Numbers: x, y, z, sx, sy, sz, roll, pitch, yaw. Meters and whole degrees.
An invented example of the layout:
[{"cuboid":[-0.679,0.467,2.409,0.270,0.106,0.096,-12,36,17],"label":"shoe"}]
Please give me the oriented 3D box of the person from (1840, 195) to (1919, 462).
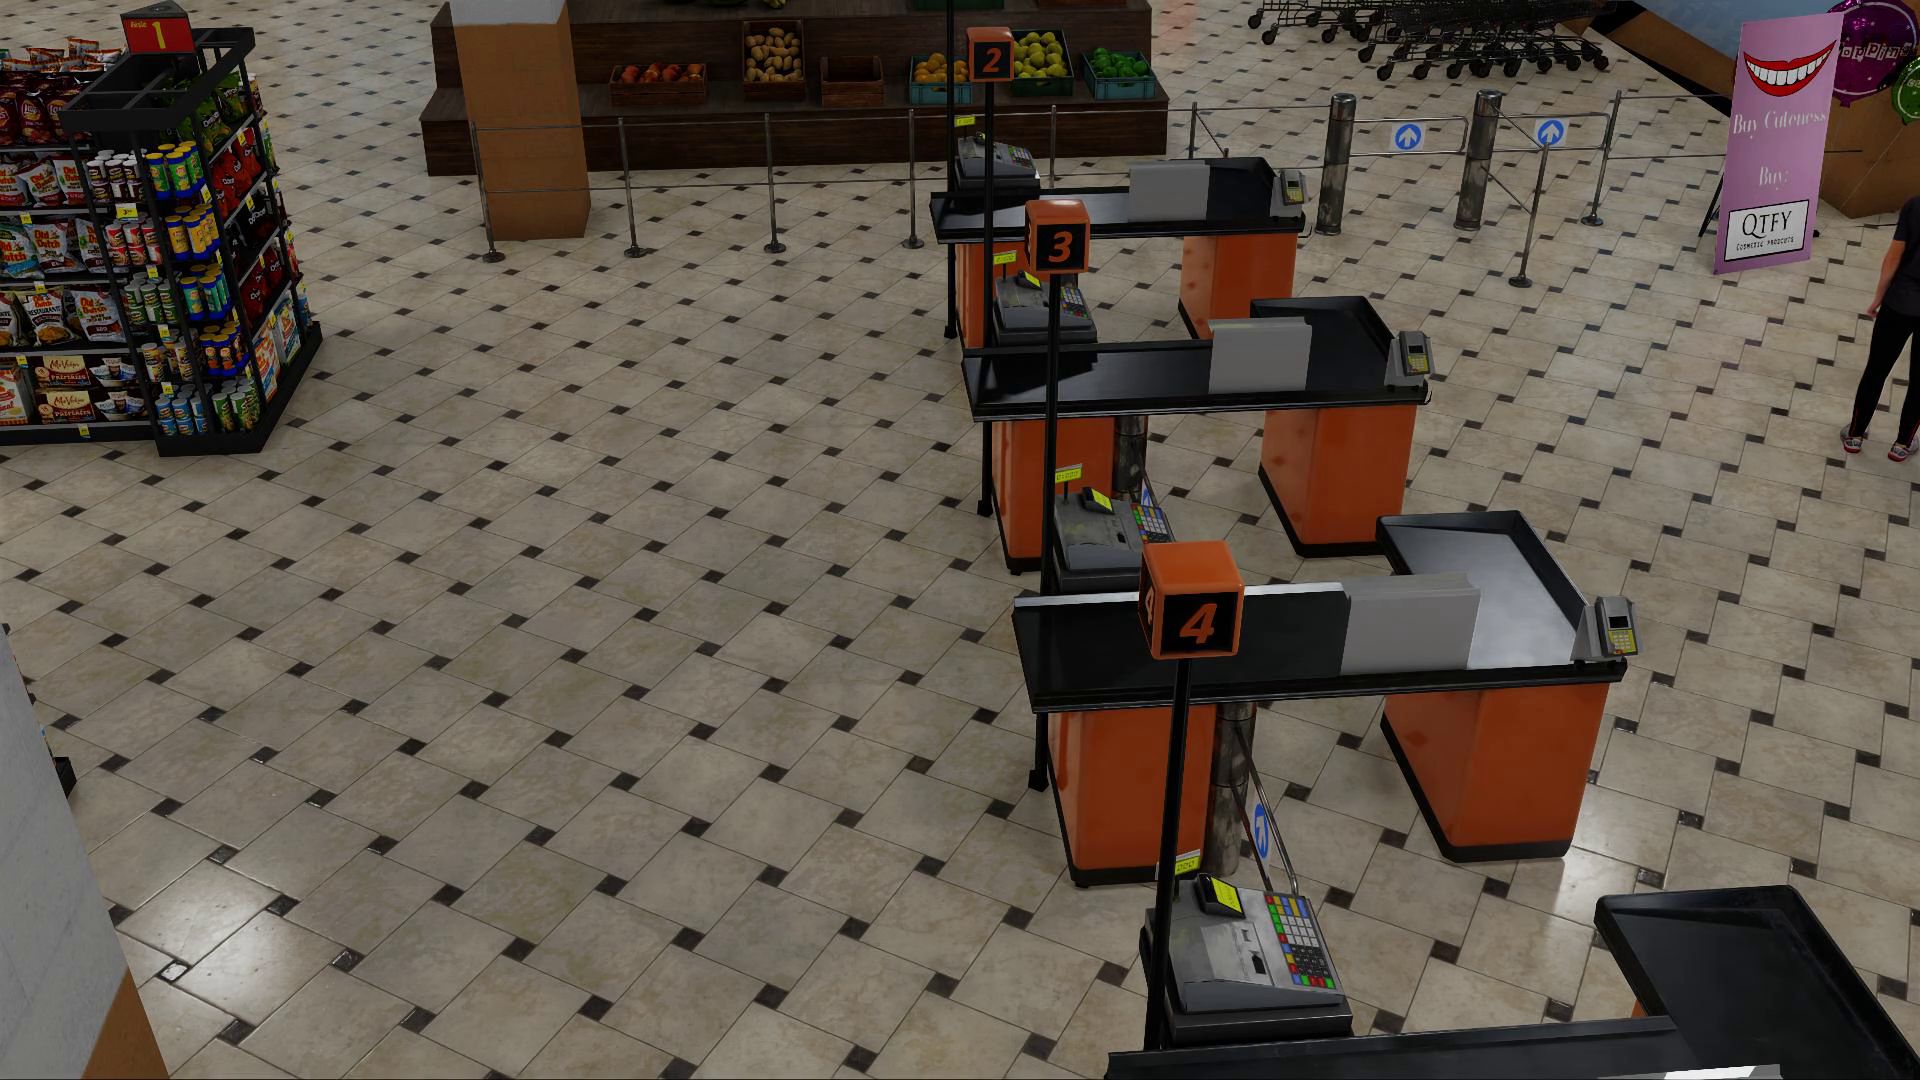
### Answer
[{"cuboid":[5.214,-1.275,9.041,0.675,1.763,0.774,17,36,25],"label":"person"}]
